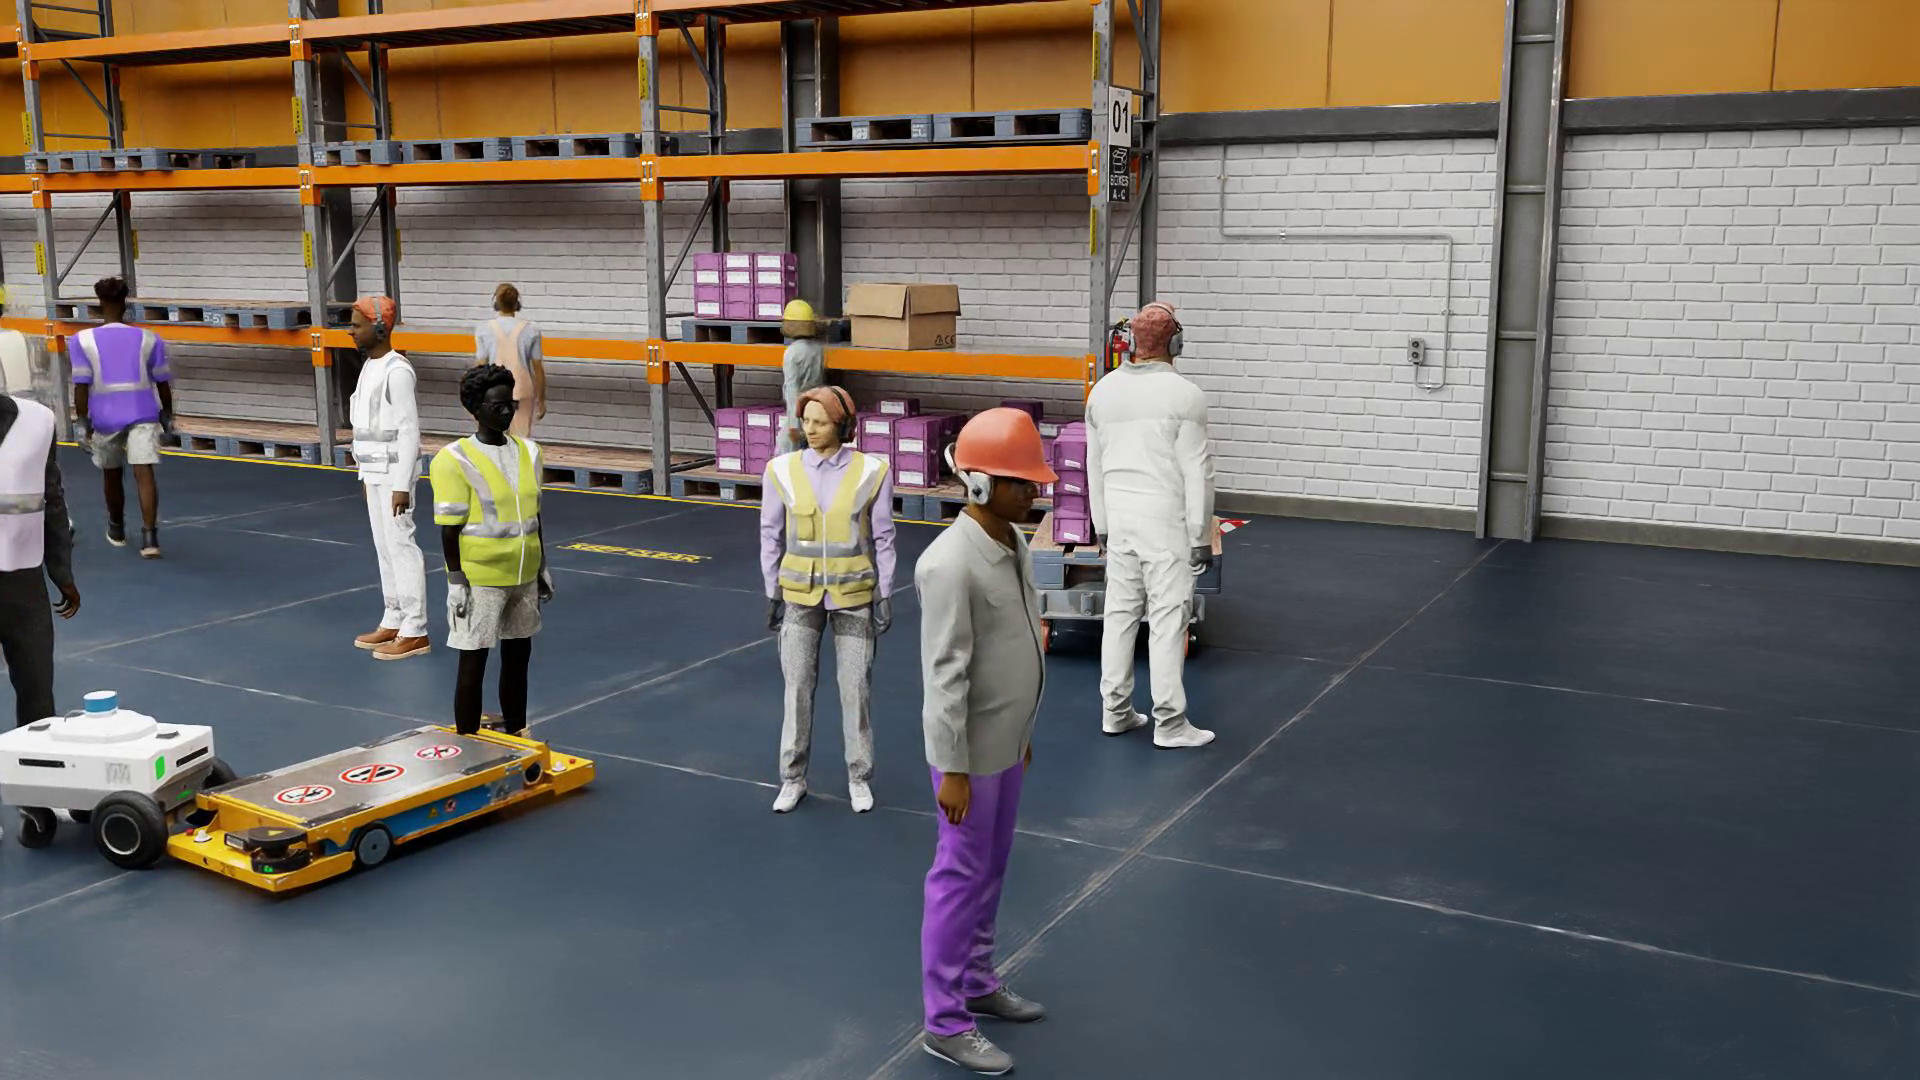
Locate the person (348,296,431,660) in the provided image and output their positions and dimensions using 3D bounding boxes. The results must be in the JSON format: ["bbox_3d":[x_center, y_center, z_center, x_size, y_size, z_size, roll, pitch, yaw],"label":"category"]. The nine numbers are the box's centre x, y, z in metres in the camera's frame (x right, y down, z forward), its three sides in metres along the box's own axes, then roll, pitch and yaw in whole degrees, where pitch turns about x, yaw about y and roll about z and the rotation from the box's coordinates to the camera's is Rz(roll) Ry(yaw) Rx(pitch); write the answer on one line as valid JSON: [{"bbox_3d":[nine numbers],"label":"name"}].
[{"bbox_3d":[-2.990,-0.321,8.675,0.344,1.878,0.585,-7,13,-35],"label":"person"}]

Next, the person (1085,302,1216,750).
[{"bbox_3d":[0.844,-0.058,7.150,0.409,1.910,0.651,-10,14,-42],"label":"person"}]

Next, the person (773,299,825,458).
[{"bbox_3d":[-1.150,-0.883,12.145,0.380,1.733,0.482,6,12,30],"label":"person"}]

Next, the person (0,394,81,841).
[{"bbox_3d":[-3.551,0.145,6.062,0.403,1.908,0.594,8,13,37],"label":"person"}]

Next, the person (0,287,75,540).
[{"bbox_3d":[-6.192,-0.725,10.838,0.524,1.898,0.613,0,10,3],"label":"person"}]

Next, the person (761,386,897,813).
[{"bbox_3d":[-0.497,0.230,6.321,0.514,1.636,0.315,0,10,2],"label":"person"}]

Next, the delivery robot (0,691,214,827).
[{"bbox_3d":[-3.071,0.787,5.976,0.707,0.478,0.477,2,11,11],"label":"delivery robot"}]

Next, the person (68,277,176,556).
[{"bbox_3d":[-5.782,-0.854,11.518,0.639,1.913,1.006,-7,12,-32],"label":"person"}]

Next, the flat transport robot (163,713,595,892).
[{"bbox_3d":[-2.117,0.937,6.192,0.652,0.197,1.431,7,12,33],"label":"flat transport robot"}]

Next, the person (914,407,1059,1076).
[{"bbox_3d":[0.086,0.517,4.430,0.347,1.746,0.573,4,11,20],"label":"person"}]

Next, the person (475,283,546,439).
[{"bbox_3d":[-3.550,-1.117,13.197,0.523,1.819,0.746,-2,11,-13],"label":"person"}]

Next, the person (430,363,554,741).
[{"bbox_3d":[-1.839,0.147,6.611,0.318,1.696,0.532,7,12,32],"label":"person"}]
